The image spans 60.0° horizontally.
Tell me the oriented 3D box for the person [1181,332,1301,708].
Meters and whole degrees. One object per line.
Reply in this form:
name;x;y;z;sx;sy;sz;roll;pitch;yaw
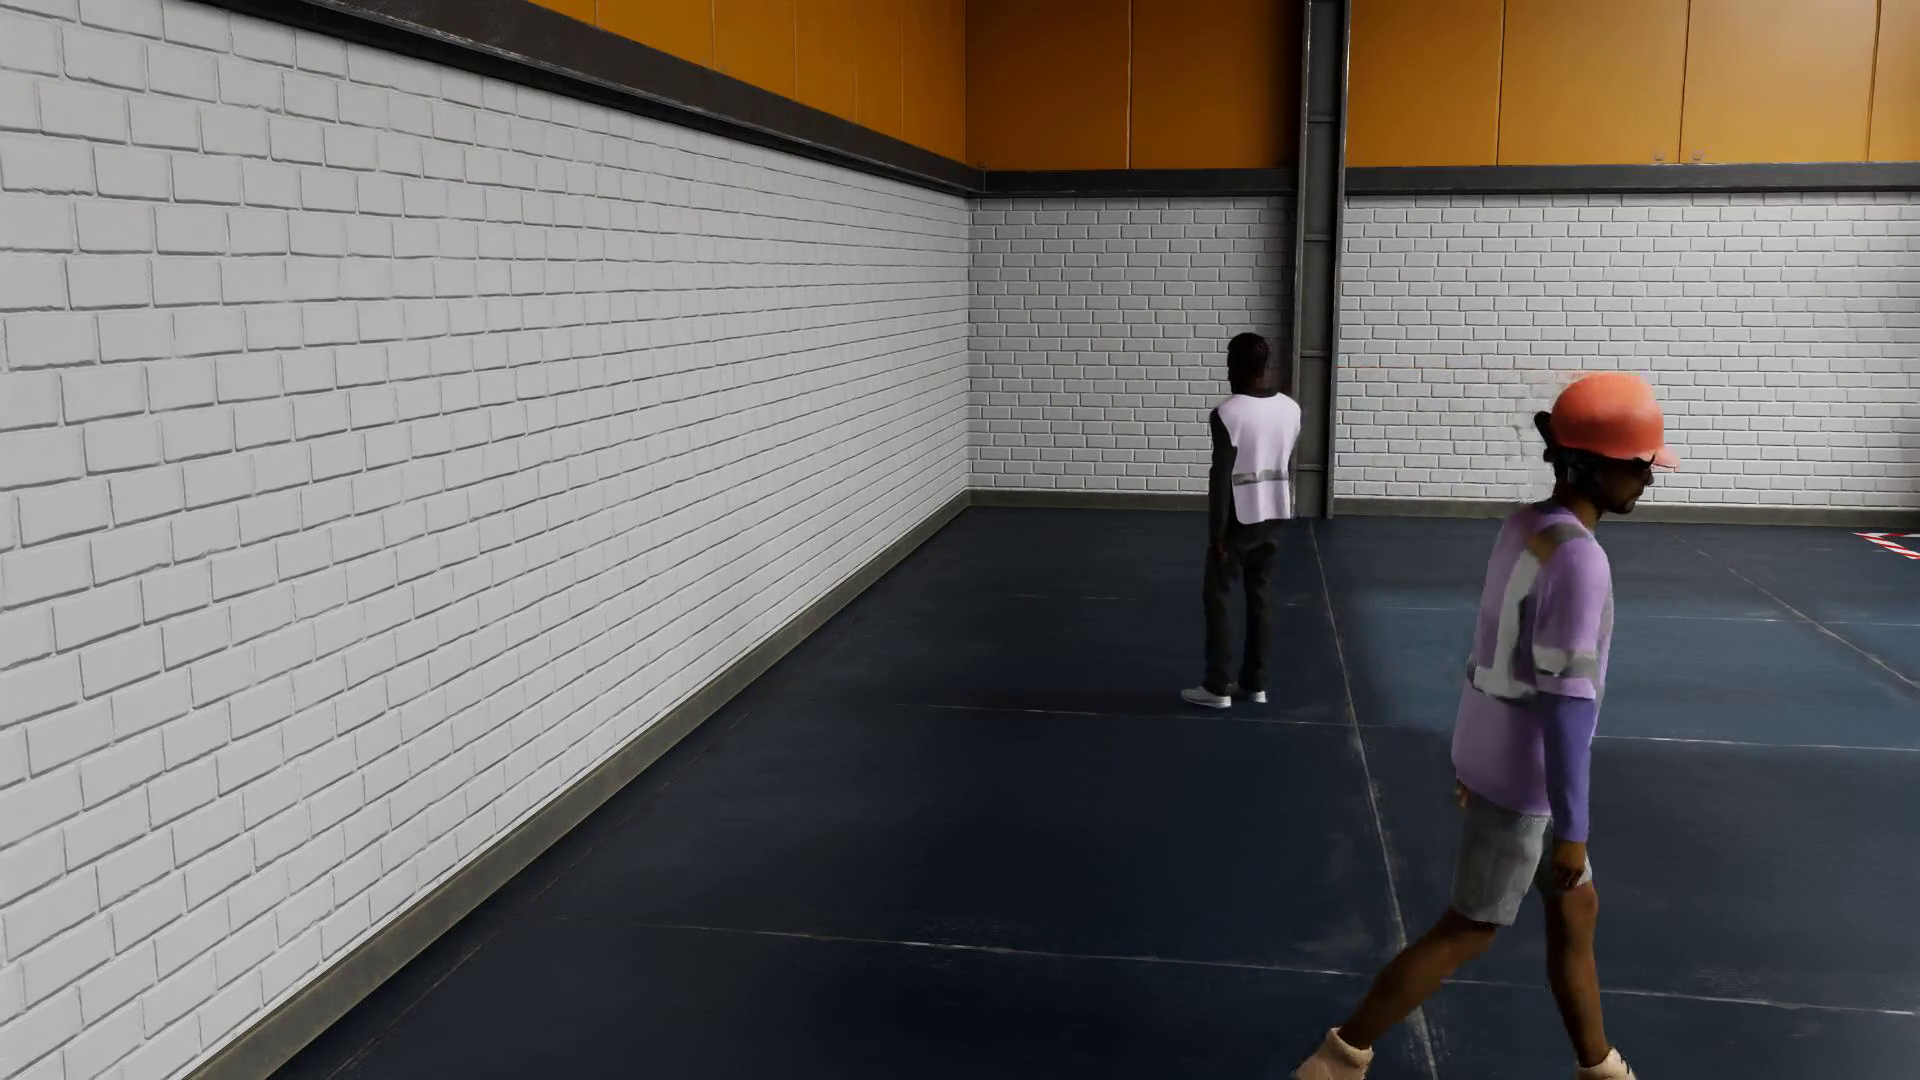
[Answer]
person;1.463;-0.093;8.476;0.607;1.914;0.460;-6;11;-33

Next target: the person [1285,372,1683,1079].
person;1.350;0.568;4.169;1.047;1.990;0.663;2;9;10
